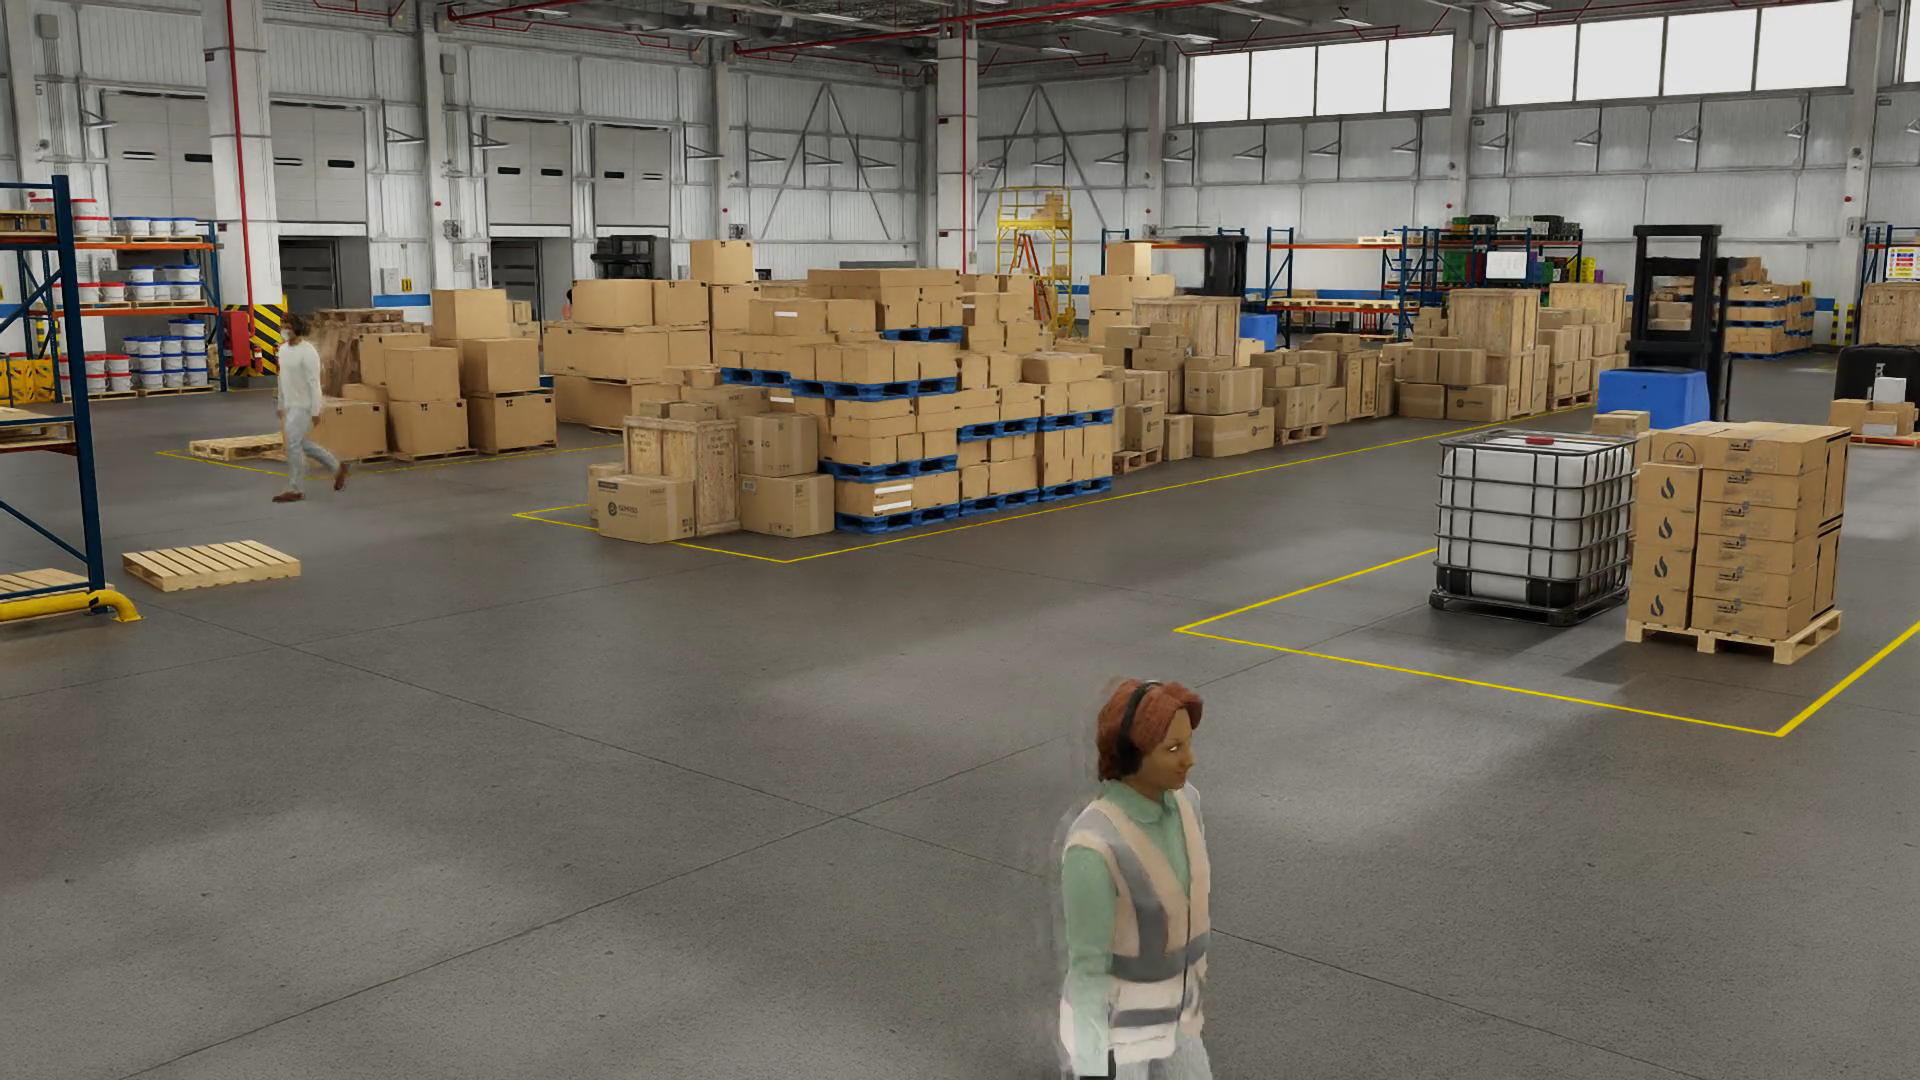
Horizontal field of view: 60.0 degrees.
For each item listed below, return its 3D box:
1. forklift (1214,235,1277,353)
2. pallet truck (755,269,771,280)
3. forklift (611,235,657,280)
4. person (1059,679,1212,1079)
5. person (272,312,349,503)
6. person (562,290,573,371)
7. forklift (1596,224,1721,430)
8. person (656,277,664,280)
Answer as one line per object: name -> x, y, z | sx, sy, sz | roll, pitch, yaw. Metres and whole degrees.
forklift -> 5.998, -5.336, 36.775 | 1.873, 2.768, 1.129 | 8, 13, 40
pallet truck -> -4.996, -6.432, 45.525 | 1.885, 1.965, 0.823 | -6, 12, -32
forklift -> -6.928, -5.125, 35.573 | 1.129, 2.768, 1.873 | 2, 10, 13
person -> 0.363, 1.095, 3.721 | 0.413, 1.632, 0.515 | 7, 12, 36
person -> -6.628, -1.352, 16.856 | 0.818, 1.915, 0.634 | -10, 14, -44
person -> -8.028, -4.344, 34.490 | 0.321, 1.695, 0.537 | 4, 11, 21
forklift -> 8.605, -2.425, 20.198 | 1.129, 2.768, 1.873 | 8, 13, 40
person -> -6.484, -4.720, 35.999 | 0.636, 1.928, 0.390 | -5, 11, -26
